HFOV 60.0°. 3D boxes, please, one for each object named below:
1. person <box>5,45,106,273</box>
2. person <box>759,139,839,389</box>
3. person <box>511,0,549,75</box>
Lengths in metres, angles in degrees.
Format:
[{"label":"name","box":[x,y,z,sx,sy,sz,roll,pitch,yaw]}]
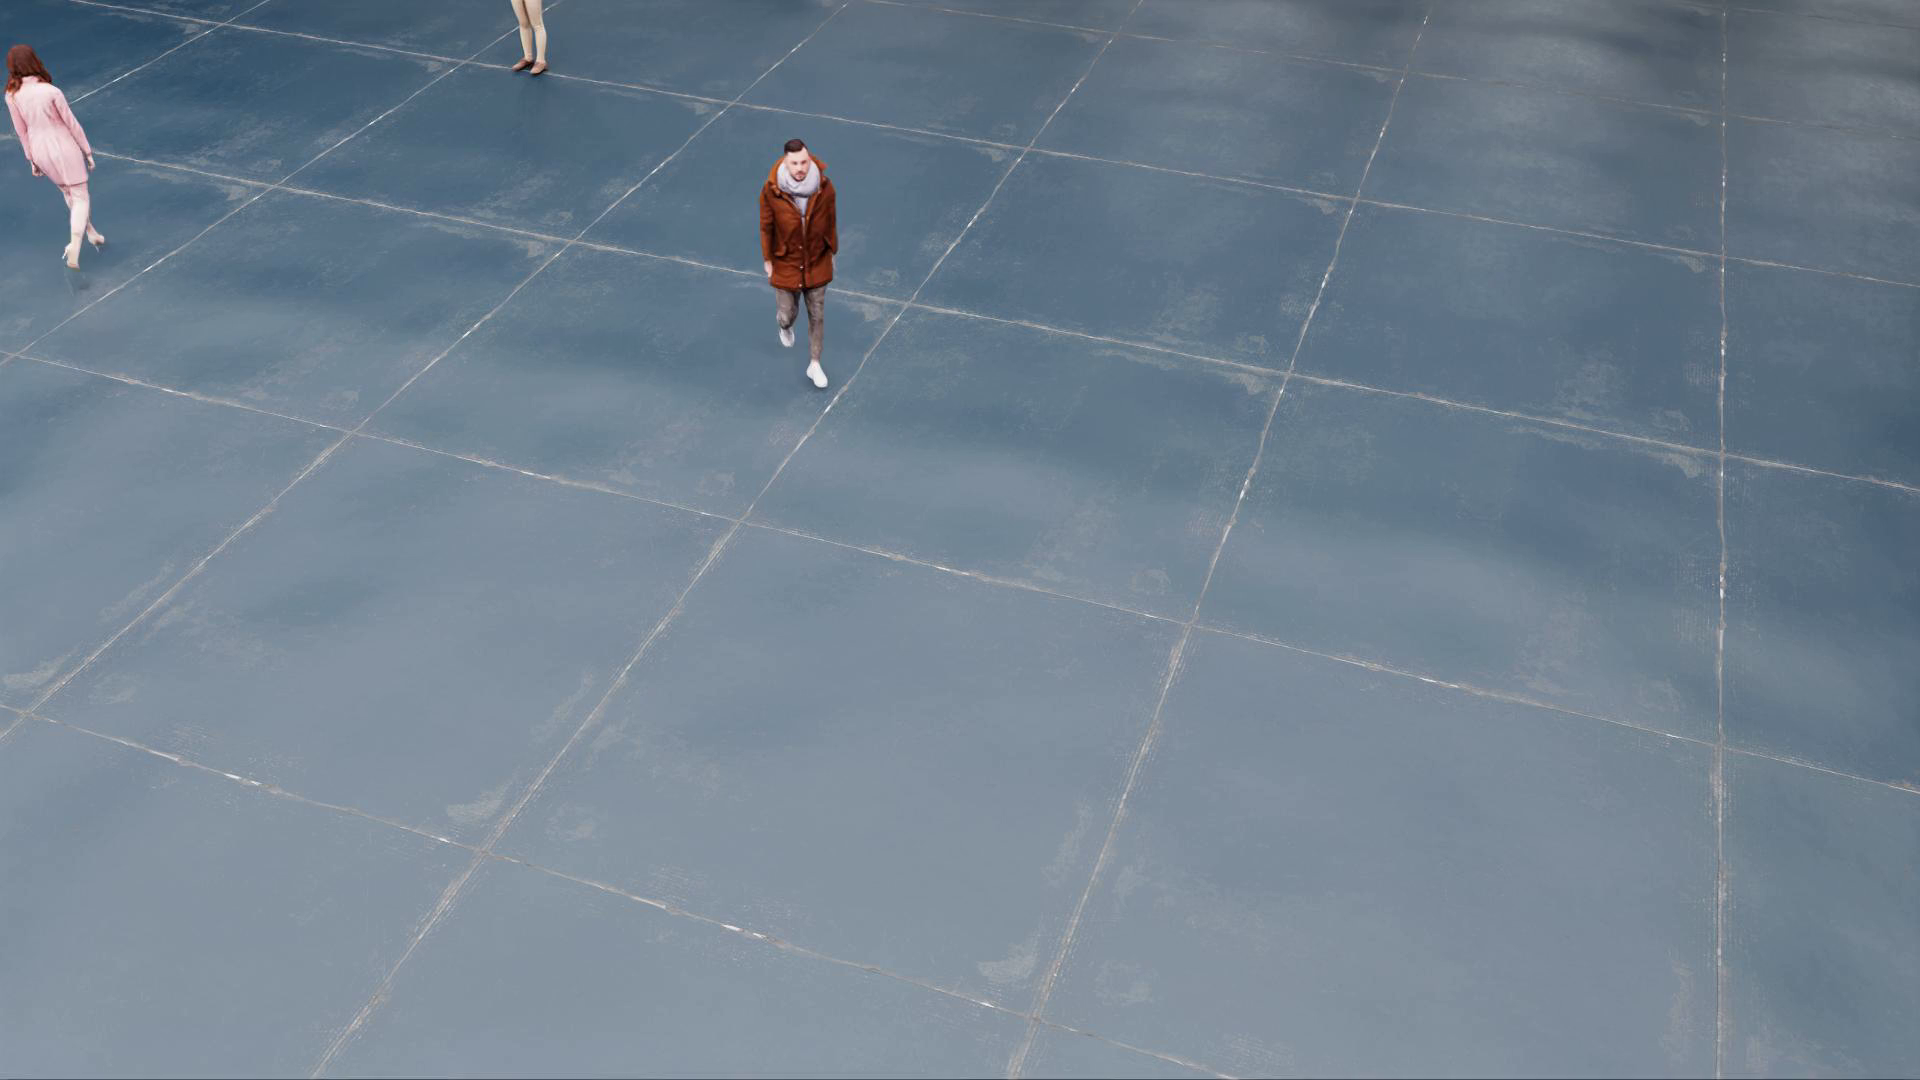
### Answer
[{"label":"person","box":[-7.049,-2.927,12.959,0.954,1.776,1.174,-5,38,-6]},{"label":"person","box":[-1.141,-1.978,11.707,0.997,1.825,1.081,-12,40,-15]},{"label":"person","box":[-4.252,-5.430,16.257,0.630,1.653,0.568,13,40,16]}]
